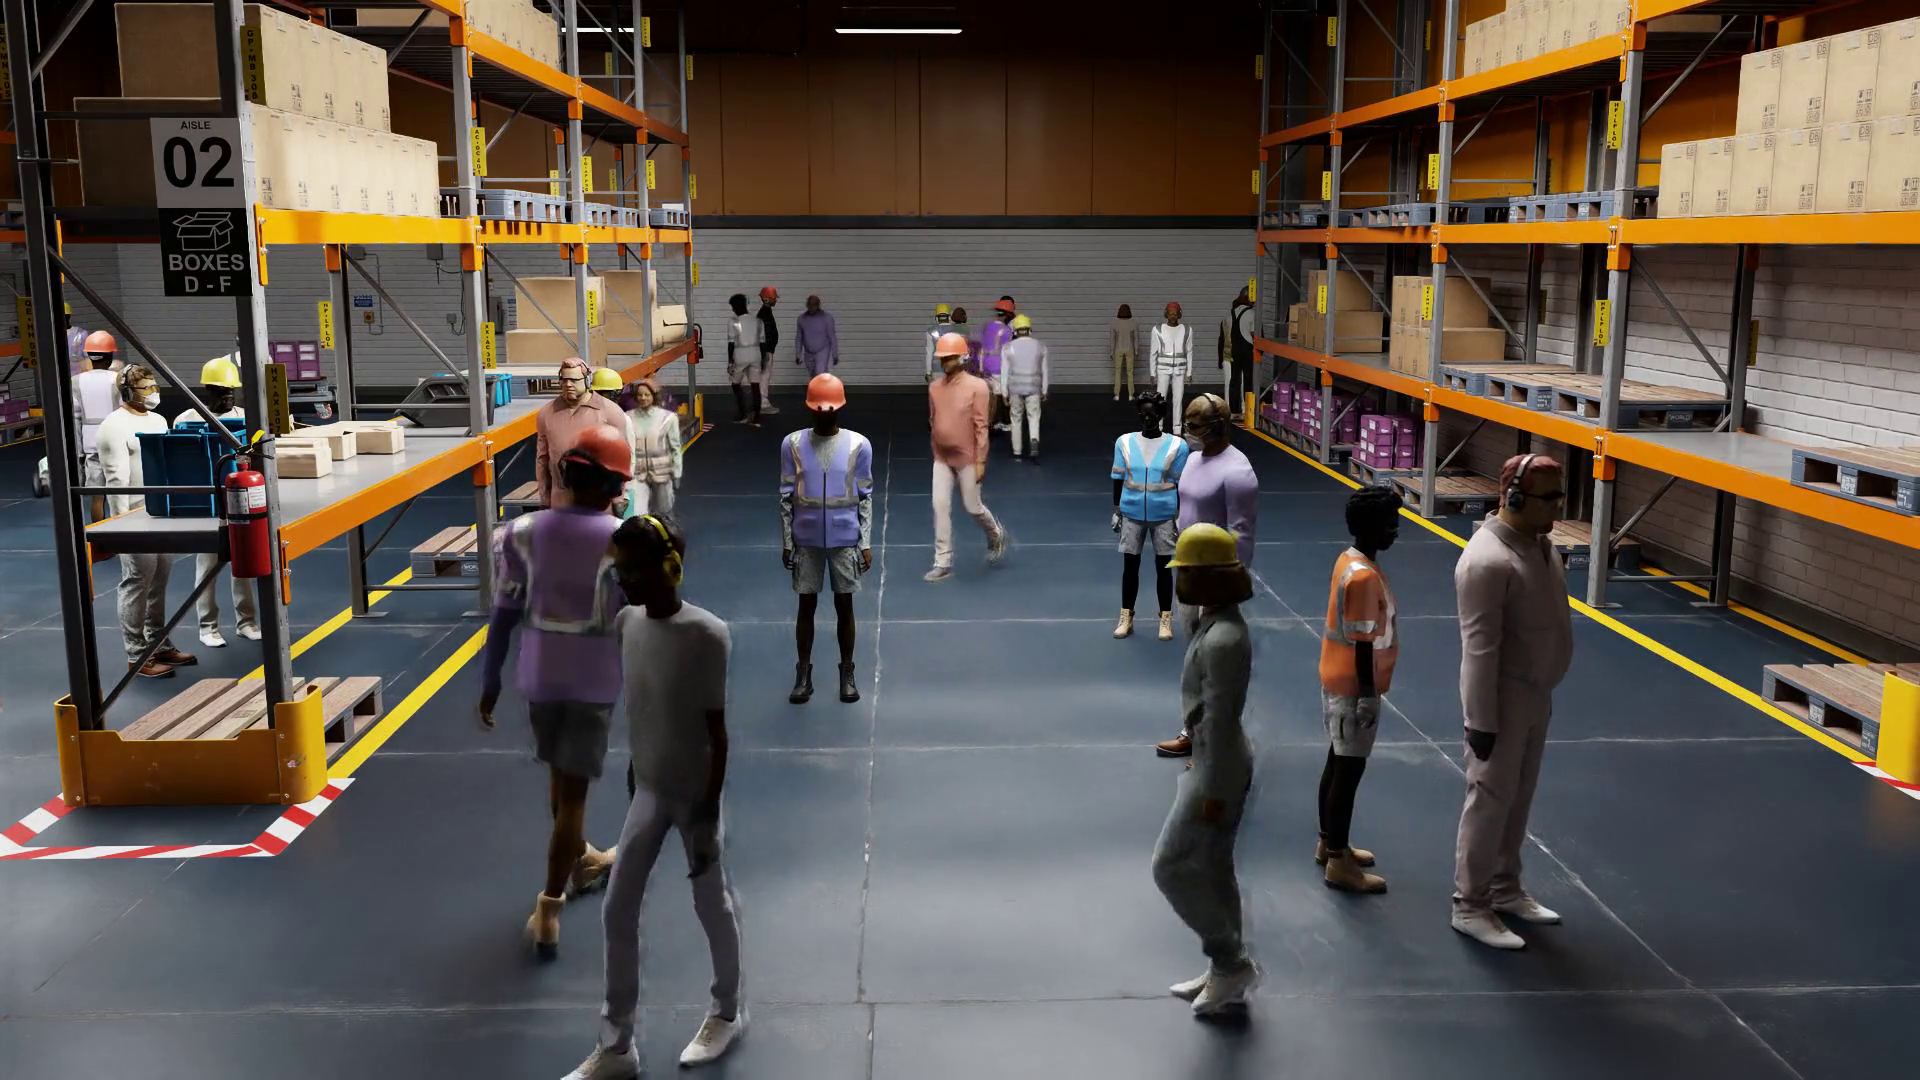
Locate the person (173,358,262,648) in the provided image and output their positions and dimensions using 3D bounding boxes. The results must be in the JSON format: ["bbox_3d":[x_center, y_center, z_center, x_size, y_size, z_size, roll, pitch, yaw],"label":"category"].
[{"bbox_3d":[-4.895,-0.249,11.090,0.388,1.922,0.590,9,13,40],"label":"person"}]

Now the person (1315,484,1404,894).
[{"bbox_3d":[1.662,0.604,6.944,0.318,1.693,0.539,1,10,7],"label":"person"}]

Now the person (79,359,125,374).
[{"bbox_3d":[-9.859,-1.544,19.210,0.531,1.596,0.883,-1,10,-4],"label":"person"}]

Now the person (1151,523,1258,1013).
[{"bbox_3d":[0.857,0.799,5.768,0.390,1.721,0.501,2,10,9],"label":"person"}]

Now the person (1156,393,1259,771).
[{"bbox_3d":[1.268,0.217,8.437,0.372,1.934,0.627,-3,11,-18],"label":"person"}]

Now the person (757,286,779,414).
[{"bbox_3d":[-3.007,-2.982,26.085,0.396,1.992,0.623,0,10,-2],"label":"person"}]

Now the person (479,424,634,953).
[{"bbox_3d":[-1.515,0.549,6.475,0.704,1.978,0.901,2,10,10],"label":"person"}]

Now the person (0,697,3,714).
[{"bbox_3d":[-4.147,0.589,6.610,0.572,1.843,0.373,-9,14,-41],"label":"person"}]

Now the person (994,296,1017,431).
[{"bbox_3d":[0.688,-2.511,23.672,0.390,1.920,0.587,-6,12,-31],"label":"person"}]

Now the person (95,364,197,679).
[{"bbox_3d":[-5.045,-0.121,10.308,0.369,1.939,0.631,0,10,1],"label":"person"}]

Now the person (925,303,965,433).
[{"bbox_3d":[-0.224,-2.395,23.283,0.592,1.828,0.404,-4,11,-22],"label":"person"}]

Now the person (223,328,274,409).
[{"bbox_3d":[-7.277,-1.290,17.080,0.505,1.847,0.346,-6,12,-31],"label":"person"}]

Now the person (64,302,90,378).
[{"bbox_3d":[-11.436,-2.098,21.350,0.588,1.928,0.383,0,10,-1],"label":"person"}]

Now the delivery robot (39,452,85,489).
[{"bbox_3d":[-9.540,-0.800,17.680,0.477,0.478,0.707,-3,11,-18],"label":"delivery robot"}]

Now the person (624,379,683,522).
[{"bbox_3d":[-2.499,-0.523,13.502,0.528,1.594,0.874,0,10,0],"label":"person"}]

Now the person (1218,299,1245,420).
[{"bbox_3d":[4.191,-2.725,25.088,0.634,1.839,0.429,5,11,24],"label":"person"}]

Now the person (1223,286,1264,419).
[{"bbox_3d":[4.318,-2.810,25.003,0.535,2.000,0.674,-7,12,-35],"label":"person"}]

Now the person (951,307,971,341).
[{"bbox_3d":[-0.012,-2.916,26.725,0.498,1.633,0.282,8,13,37],"label":"person"}]

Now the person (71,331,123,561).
[{"bbox_3d":[-7.167,-0.786,14.008,0.542,1.939,0.364,-1,10,-5],"label":"person"}]

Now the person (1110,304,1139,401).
[{"bbox_3d":[2.777,-3.168,28.132,0.500,1.633,0.282,1,10,5],"label":"person"}]

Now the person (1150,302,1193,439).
[{"bbox_3d":[2.826,-2.237,22.242,0.584,1.882,0.337,-1,10,-3],"label":"person"}]

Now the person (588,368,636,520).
[{"bbox_3d":[-2.551,-0.371,12.182,0.312,1.768,0.522,-8,13,-39],"label":"person"}]

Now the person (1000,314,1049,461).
[{"bbox_3d":[0.780,-1.834,20.188,0.605,1.813,0.576,0,10,-3],"label":"person"}]

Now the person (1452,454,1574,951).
[{"bbox_3d":[2.122,0.609,6.370,0.402,1.896,0.651,8,13,37],"label":"person"}]

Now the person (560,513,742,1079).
[{"bbox_3d":[-0.953,0.843,5.210,0.544,1.834,0.823,7,12,32],"label":"person"}]

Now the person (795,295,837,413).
[{"bbox_3d":[-2.282,-2.979,26.508,0.670,1.849,1.007,4,11,19],"label":"person"}]

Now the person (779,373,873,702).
[{"bbox_3d":[-0.778,-0.007,9.684,0.543,1.935,0.366,0,10,-2],"label":"person"}]

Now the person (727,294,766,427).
[{"bbox_3d":[-3.147,-2.622,24.270,0.695,1.924,0.739,-7,12,-33],"label":"person"}]

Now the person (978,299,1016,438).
[{"bbox_3d":[0.526,-2.324,22.671,0.470,1.902,0.593,-7,13,-36],"label":"person"}]

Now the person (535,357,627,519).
[{"bbox_3d":[-2.614,-0.307,11.472,0.636,1.900,0.402,1,10,4],"label":"person"}]

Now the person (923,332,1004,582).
[{"bbox_3d":[0.033,-0.680,13.322,0.606,1.975,0.813,7,12,34],"label":"person"}]

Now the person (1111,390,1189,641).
[{"bbox_3d":[1.273,-0.164,11.223,0.535,1.697,0.318,3,11,15],"label":"person"}]
